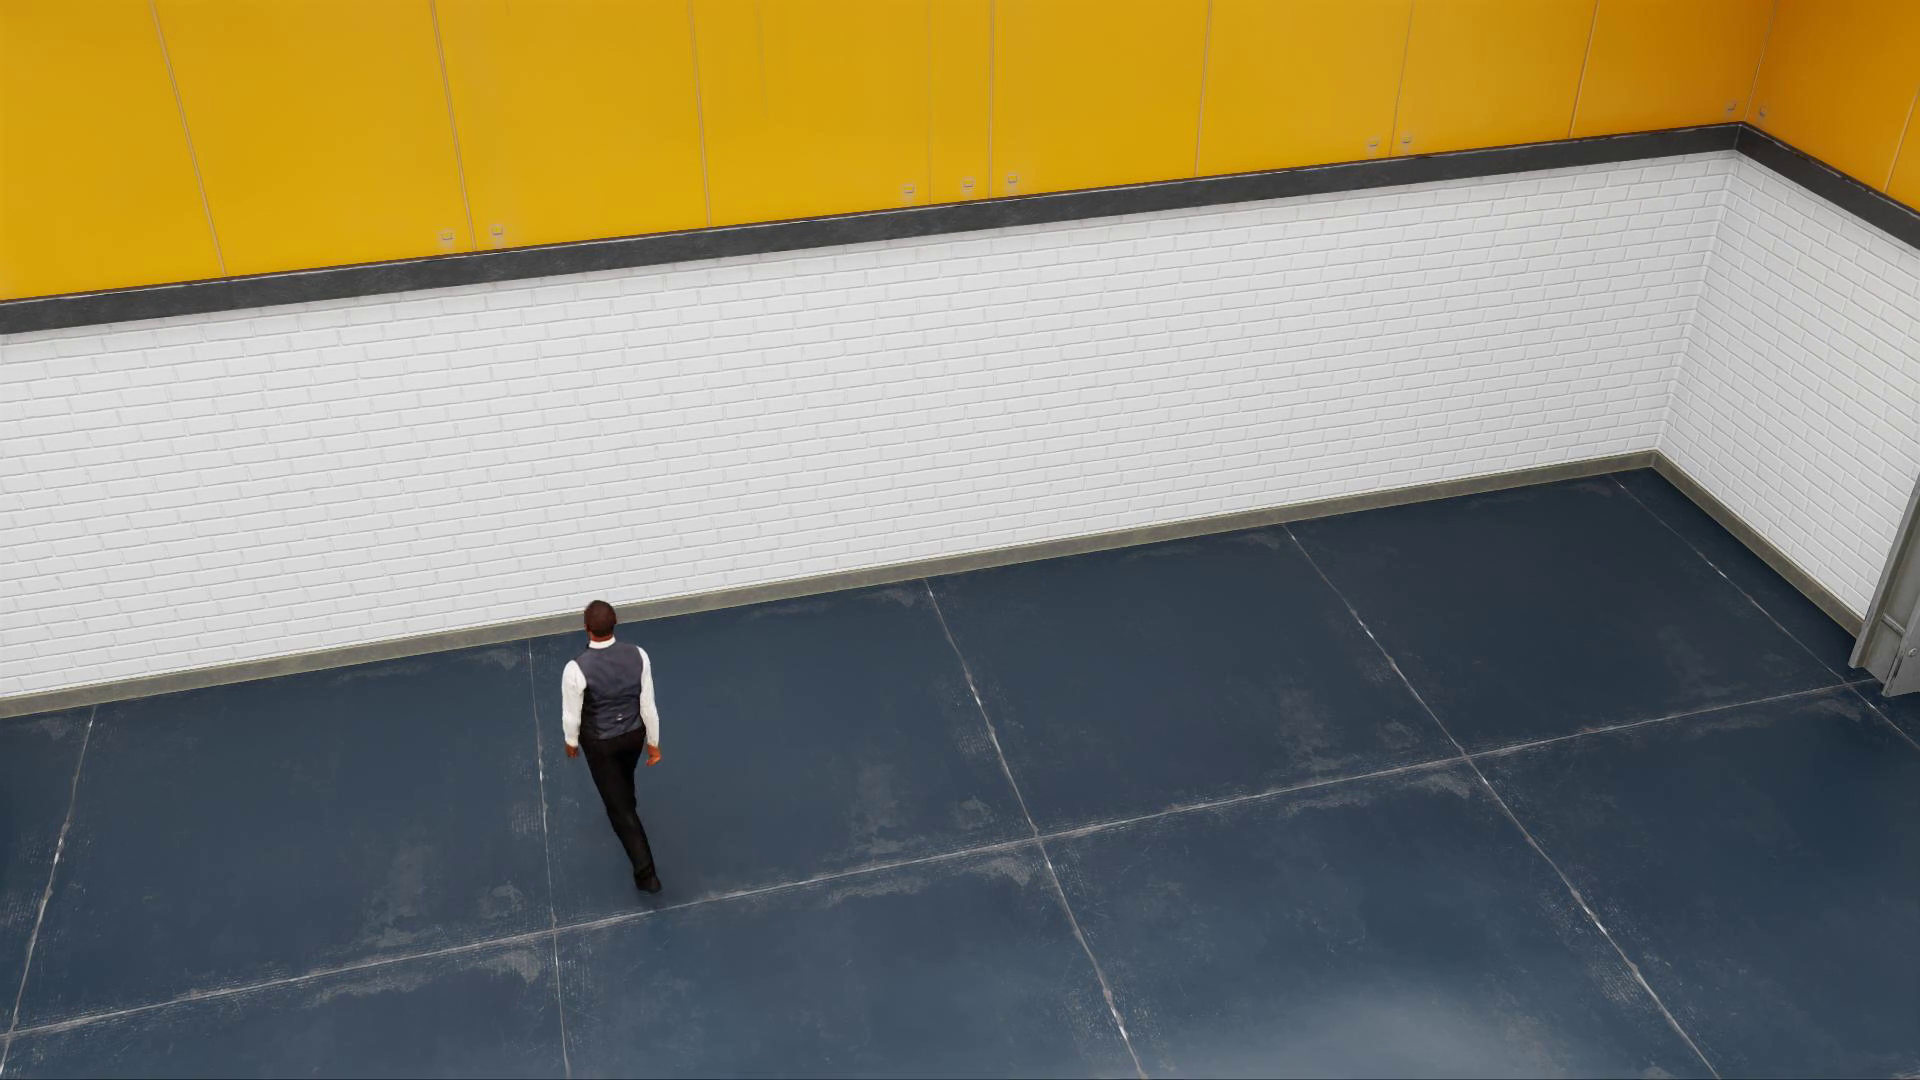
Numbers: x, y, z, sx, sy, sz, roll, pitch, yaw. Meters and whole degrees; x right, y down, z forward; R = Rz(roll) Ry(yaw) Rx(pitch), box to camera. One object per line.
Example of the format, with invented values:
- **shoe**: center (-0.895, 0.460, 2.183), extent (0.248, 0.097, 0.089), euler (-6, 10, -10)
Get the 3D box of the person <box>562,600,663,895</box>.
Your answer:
- **person**: center (-2.006, 1.236, 9.750), extent (0.984, 1.885, 1.357), euler (-21, 39, -28)
